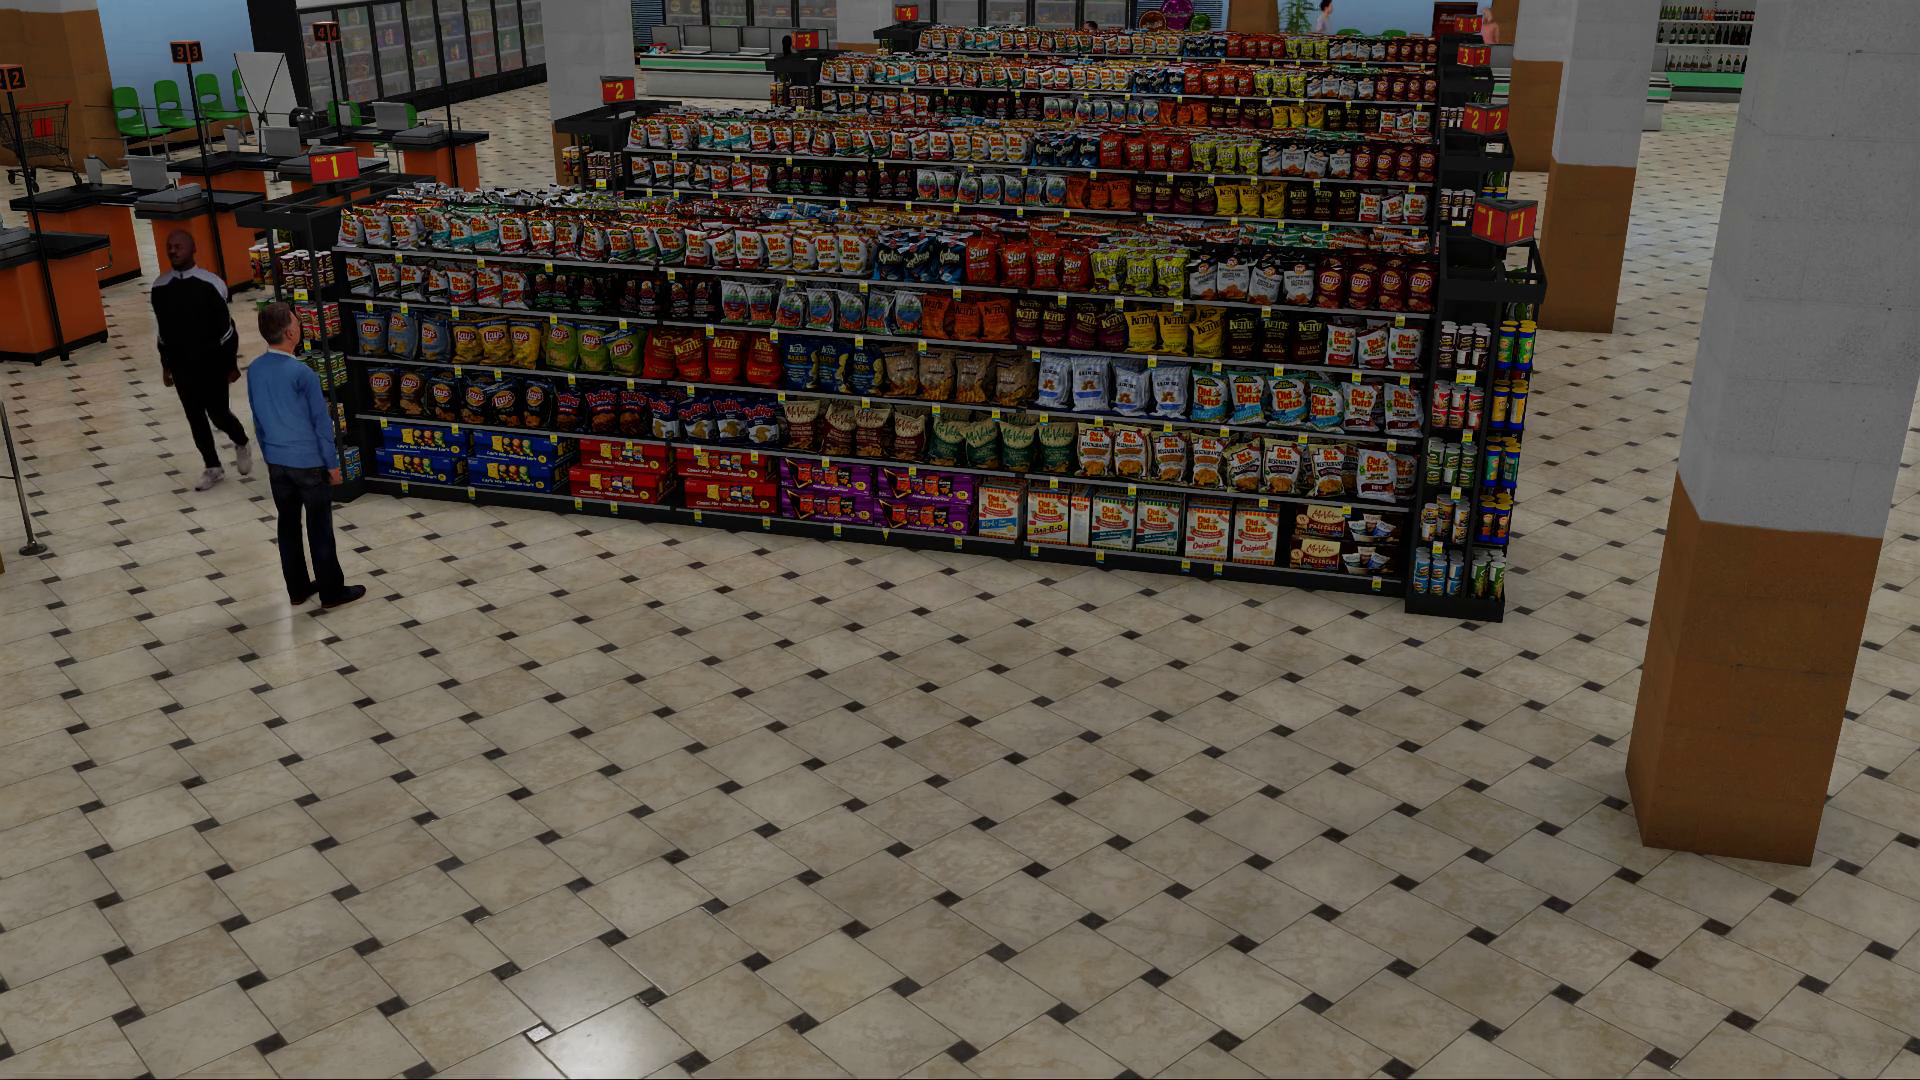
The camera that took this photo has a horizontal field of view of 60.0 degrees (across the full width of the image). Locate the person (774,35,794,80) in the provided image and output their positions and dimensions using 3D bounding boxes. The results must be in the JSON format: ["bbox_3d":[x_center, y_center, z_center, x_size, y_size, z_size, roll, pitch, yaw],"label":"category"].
[{"bbox_3d":[-2.713,-7.135,26.375,0.625,1.677,0.755,-1,22,-3],"label":"person"}]

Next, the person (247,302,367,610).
[{"bbox_3d":[-3.840,-0.486,9.638,0.525,1.819,0.734,8,23,19],"label":"person"}]

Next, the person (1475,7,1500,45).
[{"bbox_3d":[10.051,-9.234,31.607,1.038,1.671,0.937,13,25,29],"label":"person"}]

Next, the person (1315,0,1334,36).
[{"bbox_3d":[6.671,-9.140,31.203,1.204,1.799,0.787,9,23,20],"label":"person"}]

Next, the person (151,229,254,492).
[{"bbox_3d":[-5.272,-1.281,11.622,0.722,1.815,0.792,2,22,5],"label":"person"}]
